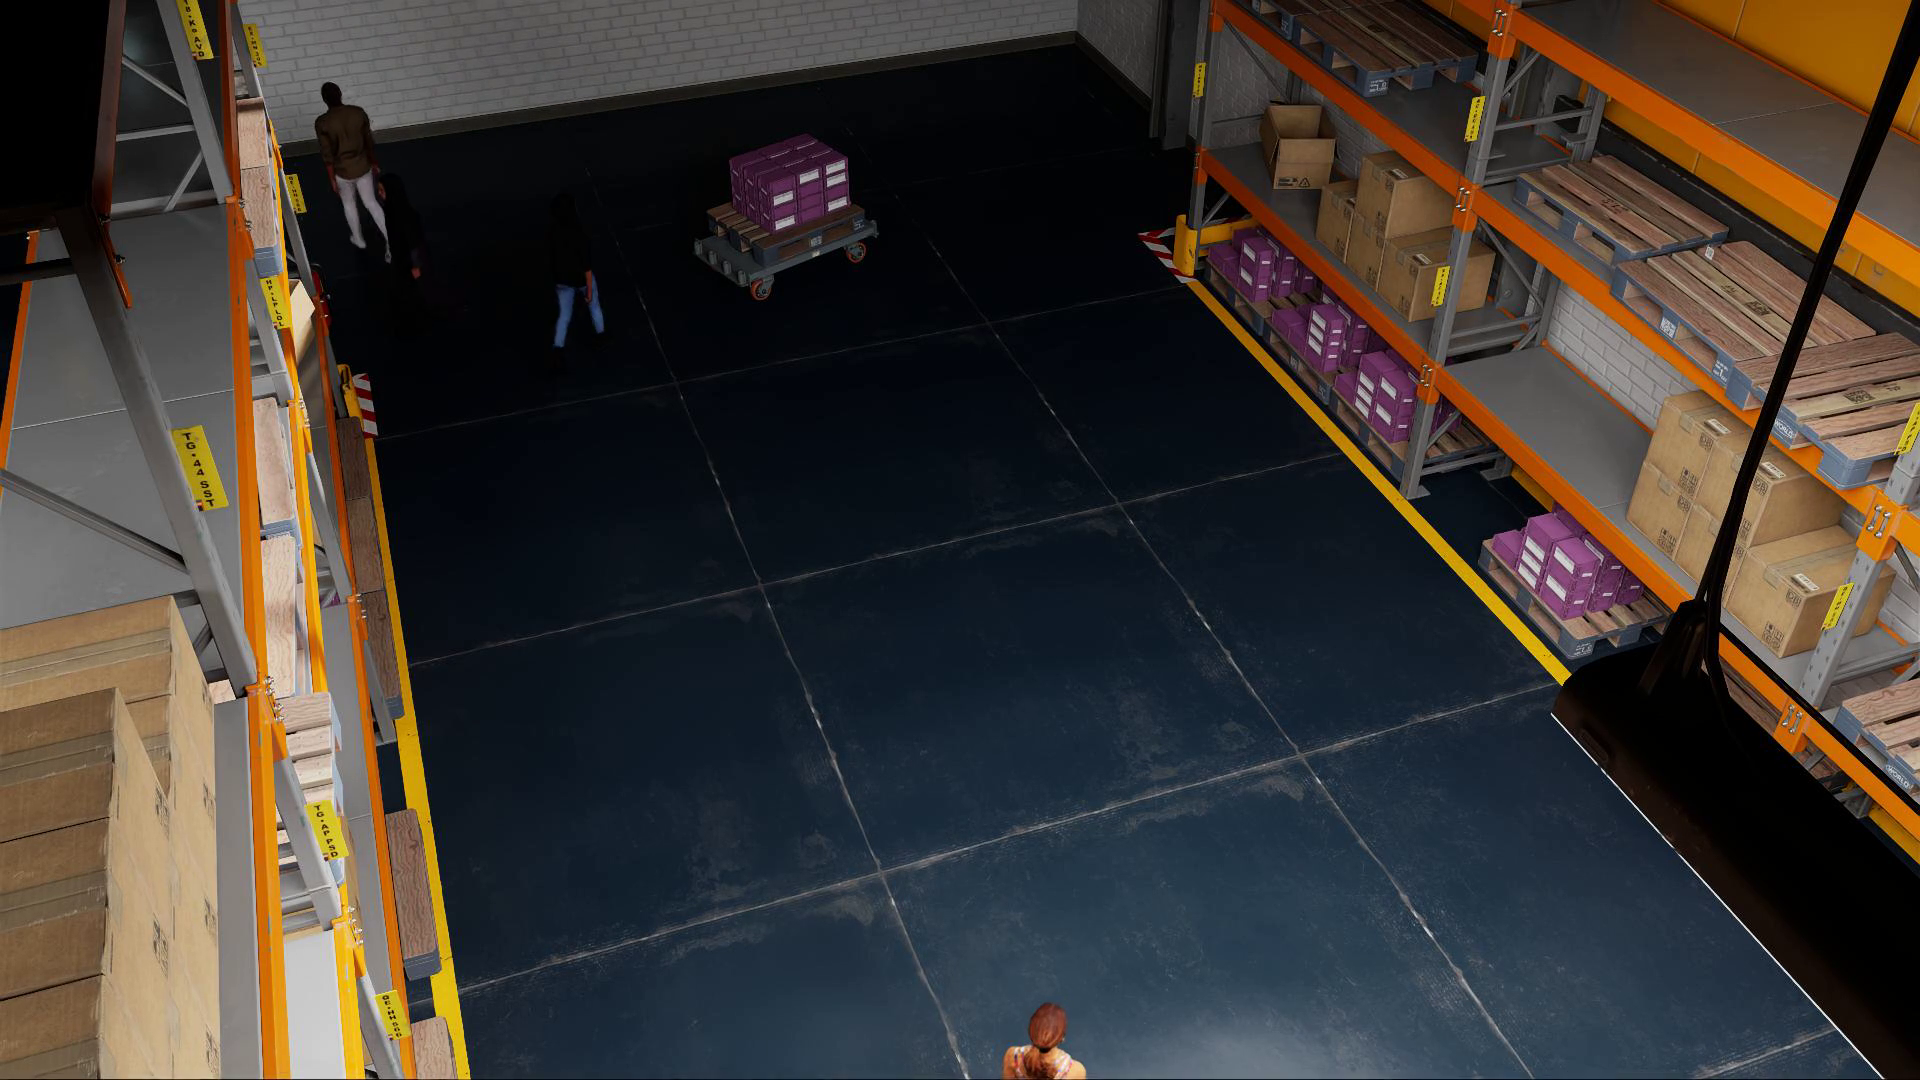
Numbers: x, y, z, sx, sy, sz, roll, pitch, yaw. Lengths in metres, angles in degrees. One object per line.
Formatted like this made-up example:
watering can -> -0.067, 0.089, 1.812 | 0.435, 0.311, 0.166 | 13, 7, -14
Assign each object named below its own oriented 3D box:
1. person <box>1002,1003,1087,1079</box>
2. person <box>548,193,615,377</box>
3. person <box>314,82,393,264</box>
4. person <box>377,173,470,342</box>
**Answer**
person -> 0.402, 2.874, 8.127 | 0.664, 1.791, 0.707 | 11, 40, 13
person -> -3.431, -2.216, 14.597 | 0.982, 1.670, 1.163 | 9, 39, 11
person -> -5.861, -3.548, 16.168 | 0.987, 1.791, 1.223 | -29, 47, -31
person -> -4.929, -2.594, 15.130 | 0.922, 1.594, 0.995 | -31, 48, -33
